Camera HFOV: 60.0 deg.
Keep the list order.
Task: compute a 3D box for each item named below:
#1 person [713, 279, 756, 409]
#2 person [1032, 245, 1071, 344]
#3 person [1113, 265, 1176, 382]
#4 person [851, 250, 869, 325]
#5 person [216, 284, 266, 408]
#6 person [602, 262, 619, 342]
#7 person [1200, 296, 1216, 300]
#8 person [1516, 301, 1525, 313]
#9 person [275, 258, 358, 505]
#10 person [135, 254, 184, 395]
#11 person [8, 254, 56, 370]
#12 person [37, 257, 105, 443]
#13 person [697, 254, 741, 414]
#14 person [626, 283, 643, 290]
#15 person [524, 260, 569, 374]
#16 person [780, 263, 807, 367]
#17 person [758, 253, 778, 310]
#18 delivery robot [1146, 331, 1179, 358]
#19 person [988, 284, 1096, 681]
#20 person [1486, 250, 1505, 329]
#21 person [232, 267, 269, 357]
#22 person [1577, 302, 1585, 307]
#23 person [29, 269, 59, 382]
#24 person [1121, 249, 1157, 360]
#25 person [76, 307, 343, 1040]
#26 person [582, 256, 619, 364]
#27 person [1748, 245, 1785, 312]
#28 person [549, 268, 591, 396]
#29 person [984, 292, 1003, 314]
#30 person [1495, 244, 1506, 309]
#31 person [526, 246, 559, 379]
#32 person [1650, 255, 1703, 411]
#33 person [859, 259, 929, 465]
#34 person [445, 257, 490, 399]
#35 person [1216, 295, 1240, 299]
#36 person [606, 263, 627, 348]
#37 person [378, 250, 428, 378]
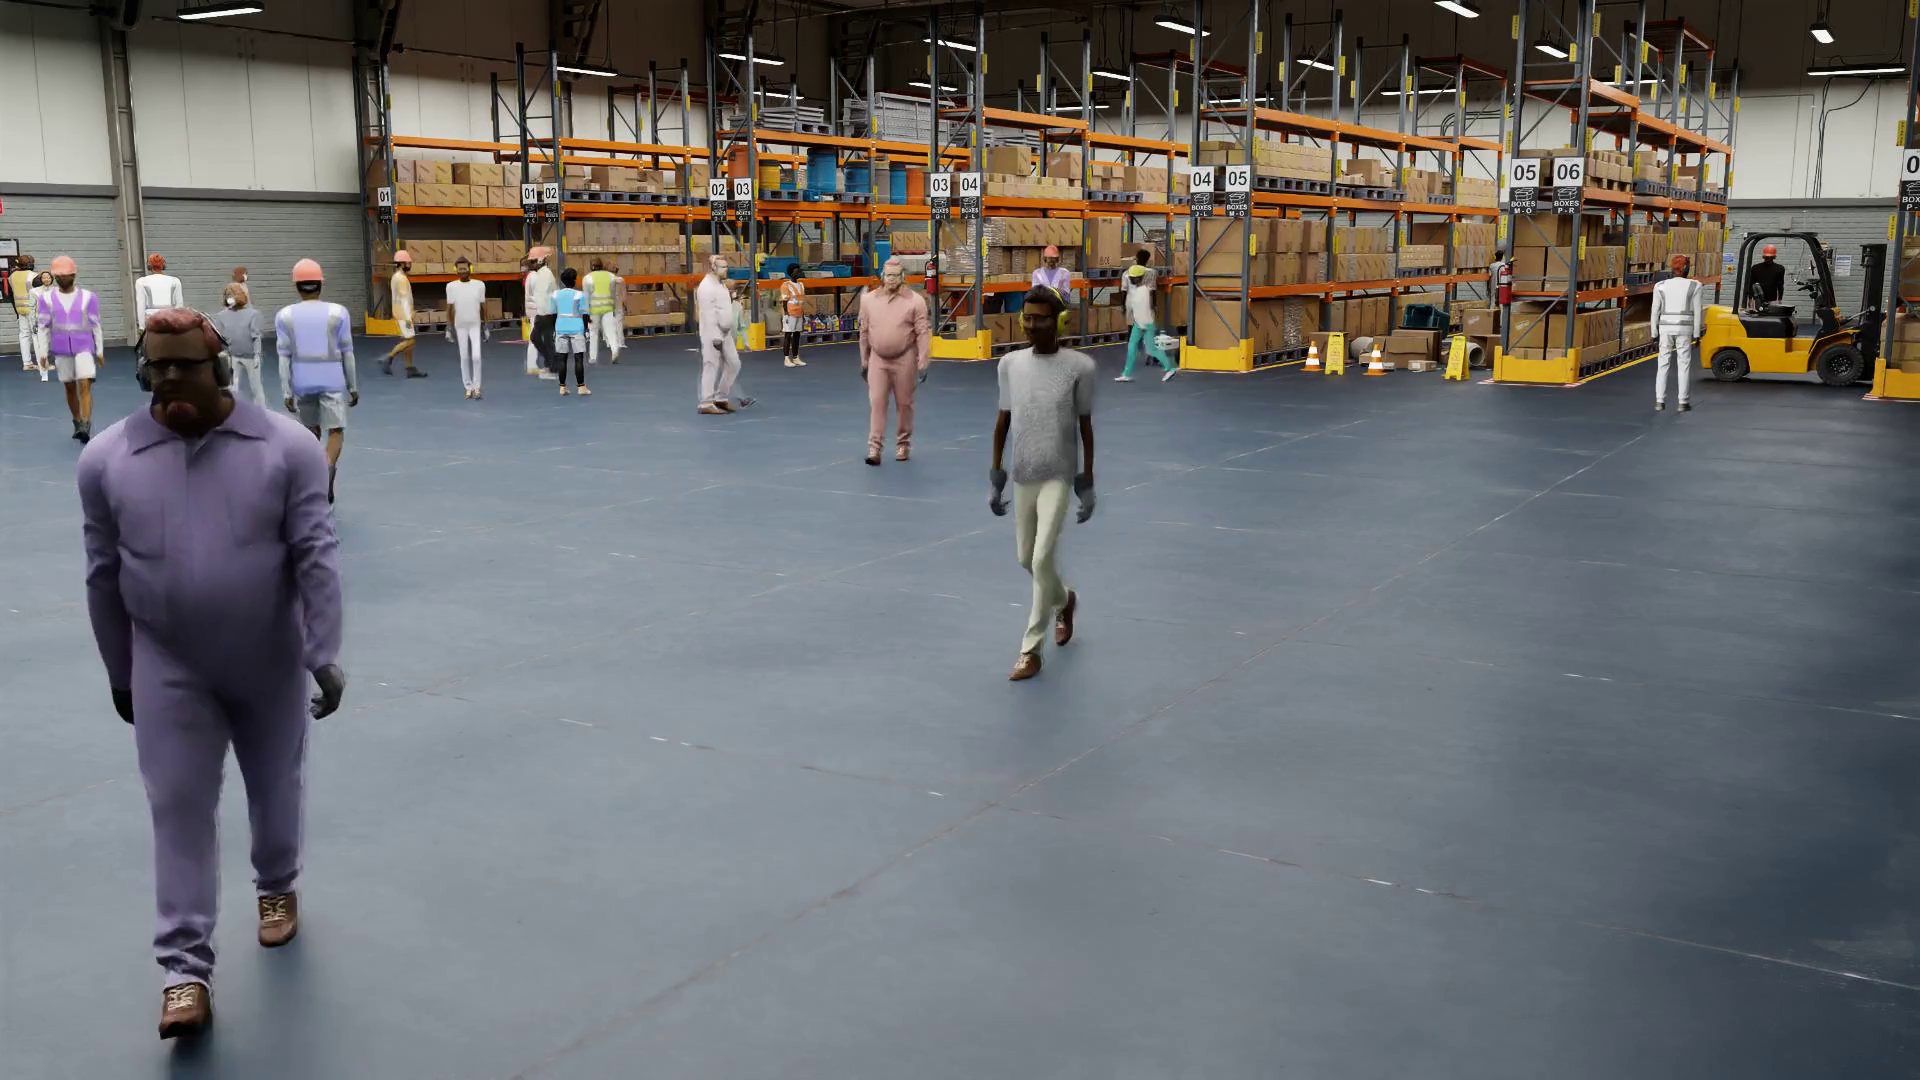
[{"bbox_3d":[-2.789,-2.387,20.309,0.871,1.581,0.507,7,12,33],"label":"person"},{"bbox_3d":[1.451,-3.703,26.566,0.627,2.005,1.038,2,10,10],"label":"person"},{"bbox_3d":[2.727,-3.163,24.314,0.882,1.717,0.565,-2,10,-13],"label":"person"},{"bbox_3d":[-2.311,-6.190,40.821,0.631,1.893,1.039,9,14,42],"label":"person"},{"bbox_3d":[-7.749,-1.955,17.909,0.501,1.586,0.859,-1,10,-3],"label":"person"},{"bbox_3d":[-7.219,-4.901,34.265,0.523,1.638,0.310,7,12,34],"label":"person"},{"bbox_3d":[5.461,-5.282,35.594,0.642,1.927,0.643,7,12,35],"label":"person"},{"bbox_3d":[14.489,-6.555,42.693,0.371,1.940,0.627,5,11,25],"label":"person"},{"bbox_3d":[-4.941,-1.197,12.769,0.554,1.914,0.797,-2,10,-10],"label":"person"},{"bbox_3d":[-10.655,-2.868,22.194,0.585,1.882,0.337,-8,13,-38],"label":"person"},{"bbox_3d":[-14.817,-3.626,26.550,0.626,1.846,0.429,3,11,16],"label":"person"},{"bbox_3d":[-9.088,-1.937,16.989,0.574,1.880,1.002,-4,11,-20],"label":"person"},{"bbox_3d":[-2.855,-2.422,19.699,0.532,1.890,0.654,3,10,14],"label":"person"},{"bbox_3d":[-7.553,-5.761,38.745,0.524,1.762,0.325,8,13,39],"label":"person"},{"bbox_3d":[-6.397,-3.479,25.796,0.804,1.812,0.663,-5,11,-24],"label":"person"},{"bbox_3d":[-2.723,-3.682,27.276,0.320,1.697,0.531,6,12,32],"label":"person"},{"bbox_3d":[-4.085,-5.050,34.573,0.589,1.823,0.405,6,12,29],"label":"person"},{"bbox_3d":[3.389,-3.256,27.827,0.477,0.478,0.707,6,12,31],"label":"delivery robot"},{"bbox_3d":[0.410,-0.306,7.978,0.526,1.842,0.854,5,11,26],"label":"person"},{"bbox_3d":[12.757,-5.935,39.453,0.509,1.860,0.334,3,11,16],"label":"person"},{"bbox_3d":[-12.832,-4.056,29.653,0.822,1.597,0.512,-1,10,-7],"label":"person"},{"bbox_3d":[13.527,-5.391,36.429,0.565,1.846,0.390,2,10,11],"label":"person"},{"bbox_3d":[-13.395,-3.155,24.486,0.520,1.640,0.307,-9,13,-40],"label":"person"},{"bbox_3d":[3.055,-4.032,28.561,0.633,1.937,0.688,4,11,21],"label":"person"},{"bbox_3d":[-1.992,0.312,4.470,0.640,1.855,0.999,-4,11,-20],"label":"person"},{"bbox_3d":[-6.008,-3.841,27.860,0.619,1.816,0.885,-6,12,-29],"label":"person"},{"bbox_3d":[15.145,-4.541,31.277,0.610,1.986,0.392,4,11,21],"label":"person"},{"bbox_3d":[-5.173,-2.759,22.107,0.540,1.695,0.317,2,10,12],"label":"person"},{"bbox_3d":[0.692,-4.868,33.296,0.391,1.920,0.593,-4,11,-21],"label":"person"},{"bbox_3d":[13.669,-6.467,41.914,0.543,2.000,0.718,4,11,20],"label":"person"},{"bbox_3d":[-6.200,-3.376,24.785,0.467,1.969,0.608,-4,11,-20],"label":"person"},{"bbox_3d":[8.667,-2.500,20.136,0.574,1.882,0.361,7,12,34],"label":"person"},{"bbox_3d":[-0.621,-1.629,15.278,0.671,1.867,0.822,2,10,8],"label":"person"},{"bbox_3d":[-6.386,-2.728,21.537,0.544,1.838,0.823,-2,10,-12],"label":"person"},{"bbox_3d":[5.457,-5.045,34.167,0.742,1.975,0.625,-10,14,-43],"label":"person"},{"bbox_3d":[-6.667,-4.505,32.046,0.523,1.639,0.306,1,10,4],"label":"person"},{"bbox_3d":[-8.359,-3.365,24.862,0.628,1.925,0.558,-4,11,-23],"label":"person"}]
